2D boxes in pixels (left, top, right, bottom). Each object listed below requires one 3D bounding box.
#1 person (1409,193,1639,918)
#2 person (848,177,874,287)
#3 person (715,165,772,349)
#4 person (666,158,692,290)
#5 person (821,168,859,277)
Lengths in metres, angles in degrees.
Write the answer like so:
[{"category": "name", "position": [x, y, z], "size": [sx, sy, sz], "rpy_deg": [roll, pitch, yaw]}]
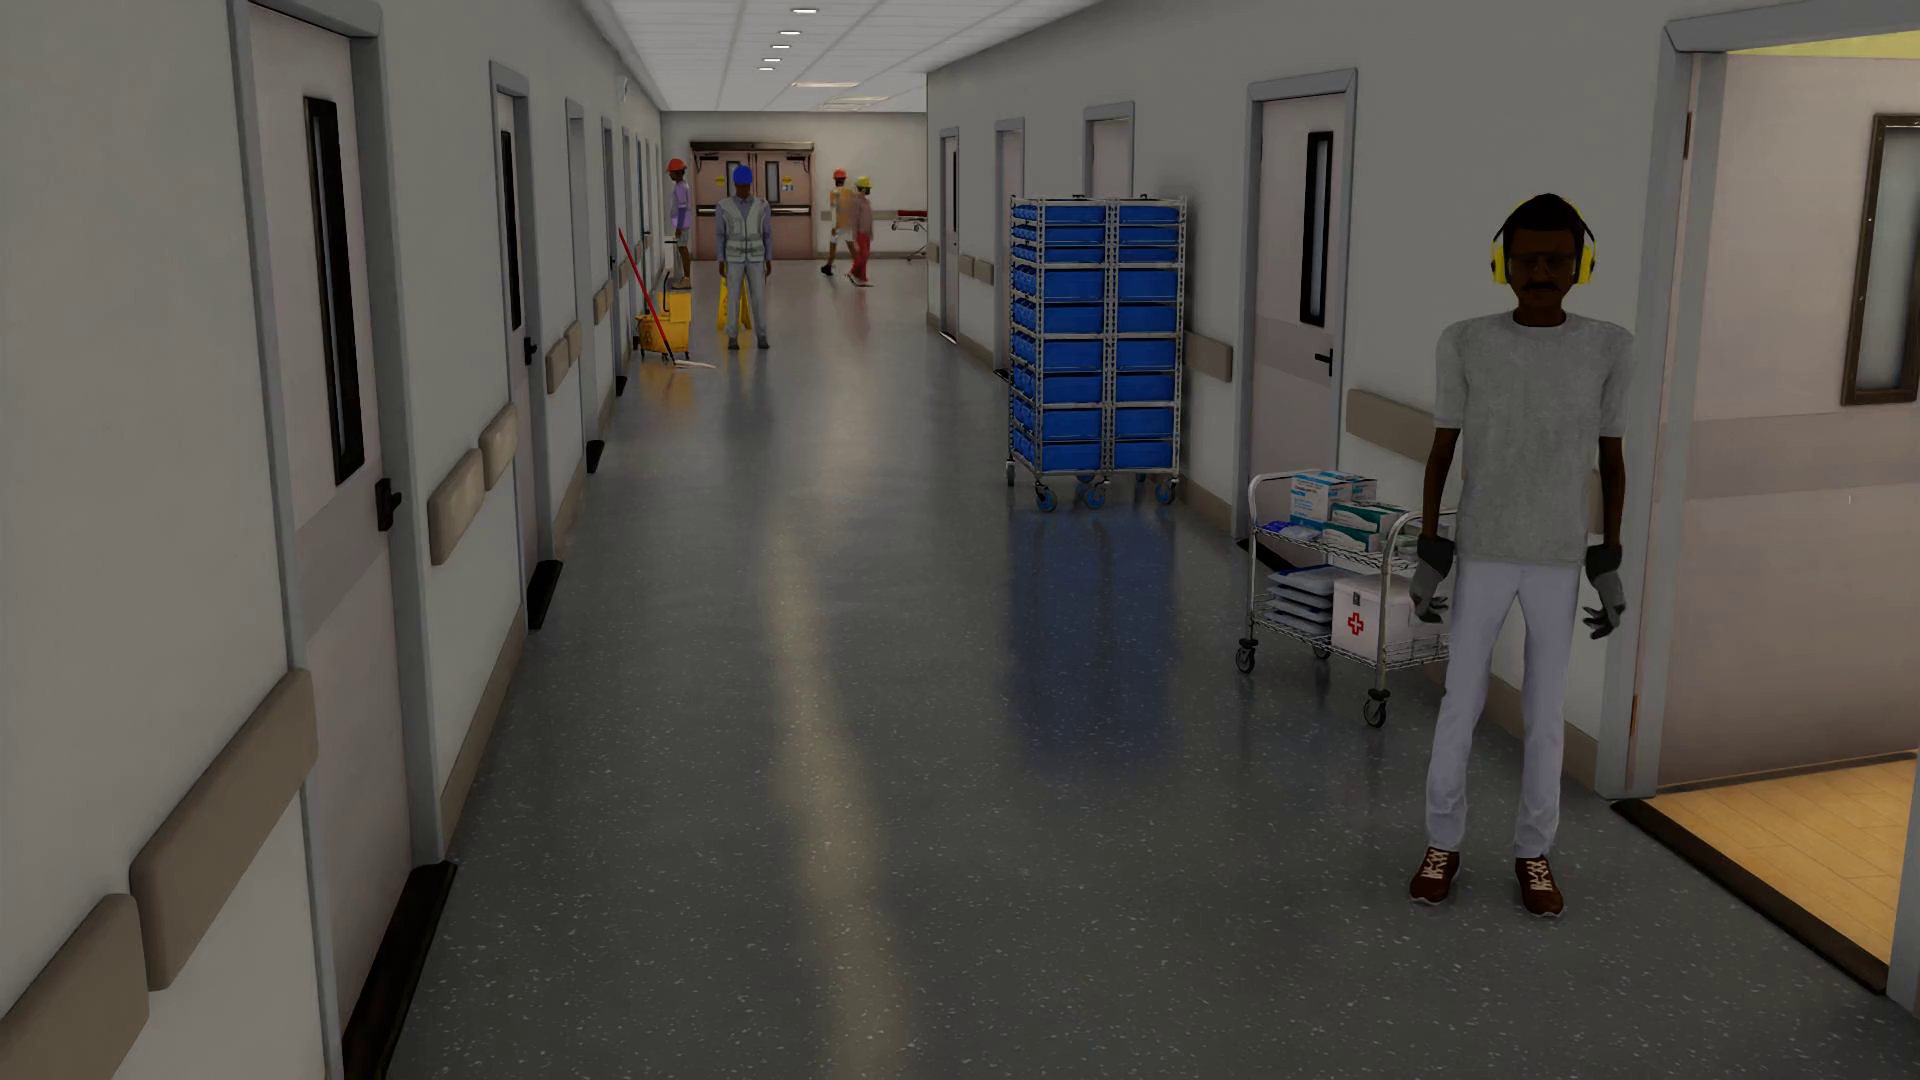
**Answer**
[{"category": "person", "position": [1.440, 0.057, 4.288], "size": [0.533, 1.865, 0.310], "rpy_deg": [3, 13, 15]}, {"category": "person", "position": [-1.549, -4.956, 26.783], "size": [0.373, 1.751, 0.547], "rpy_deg": [5, 14, 23]}, {"category": "person", "position": [-2.291, -2.993, 17.677], "size": [0.597, 1.937, 0.414], "rpy_deg": [-3, 13, -14]}, {"category": "person", "position": [-4.424, -4.978, 26.250], "size": [0.374, 2.044, 0.605], "rpy_deg": [-1, 13, -6]}, {"category": "person", "position": [-2.097, -5.587, 29.322], "size": [0.572, 1.880, 1.003], "rpy_deg": [-10, 16, -38]}]
